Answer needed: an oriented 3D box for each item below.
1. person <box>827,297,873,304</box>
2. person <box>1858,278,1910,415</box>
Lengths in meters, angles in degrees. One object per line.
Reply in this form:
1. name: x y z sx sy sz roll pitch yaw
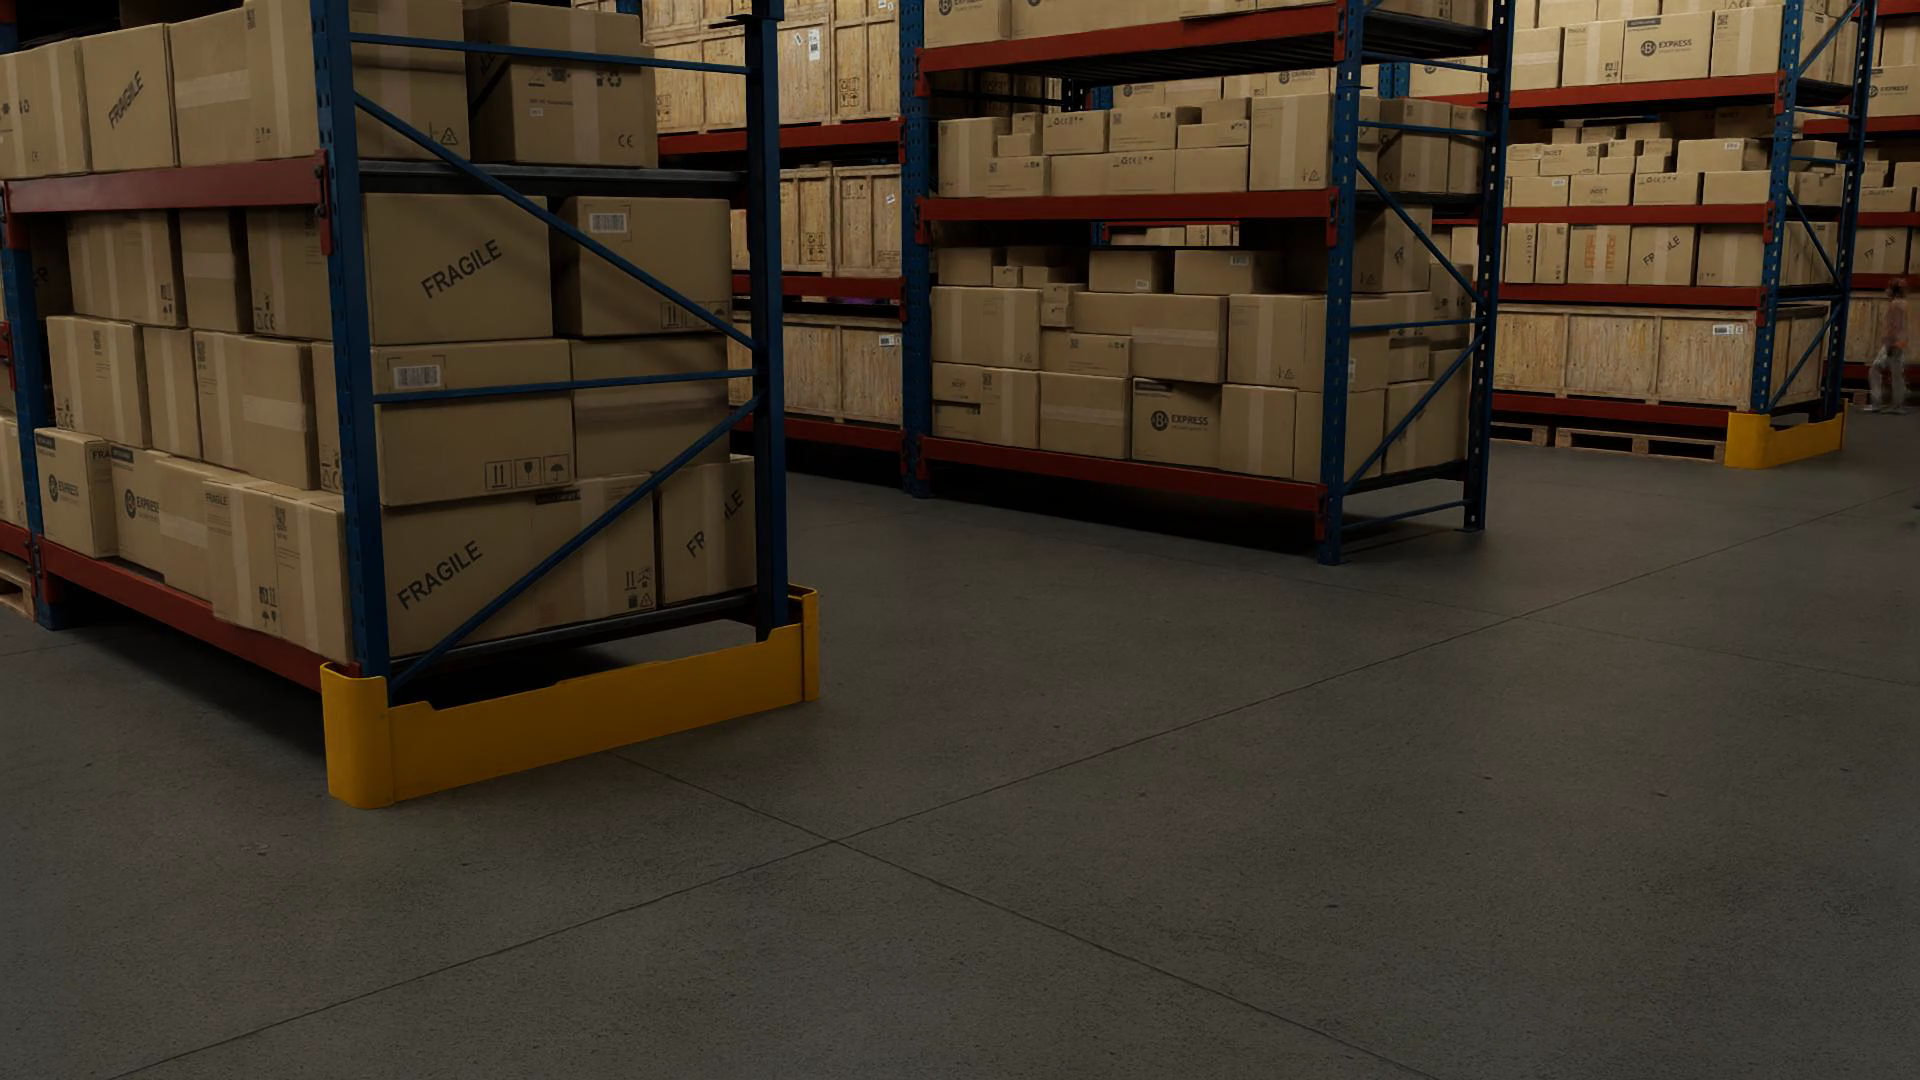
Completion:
1. person: -1.280 -2.357 19.312 0.549 1.939 0.381 -2 11 -13
2. person: 11.039 -2.307 19.847 0.587 1.616 0.547 8 13 39
